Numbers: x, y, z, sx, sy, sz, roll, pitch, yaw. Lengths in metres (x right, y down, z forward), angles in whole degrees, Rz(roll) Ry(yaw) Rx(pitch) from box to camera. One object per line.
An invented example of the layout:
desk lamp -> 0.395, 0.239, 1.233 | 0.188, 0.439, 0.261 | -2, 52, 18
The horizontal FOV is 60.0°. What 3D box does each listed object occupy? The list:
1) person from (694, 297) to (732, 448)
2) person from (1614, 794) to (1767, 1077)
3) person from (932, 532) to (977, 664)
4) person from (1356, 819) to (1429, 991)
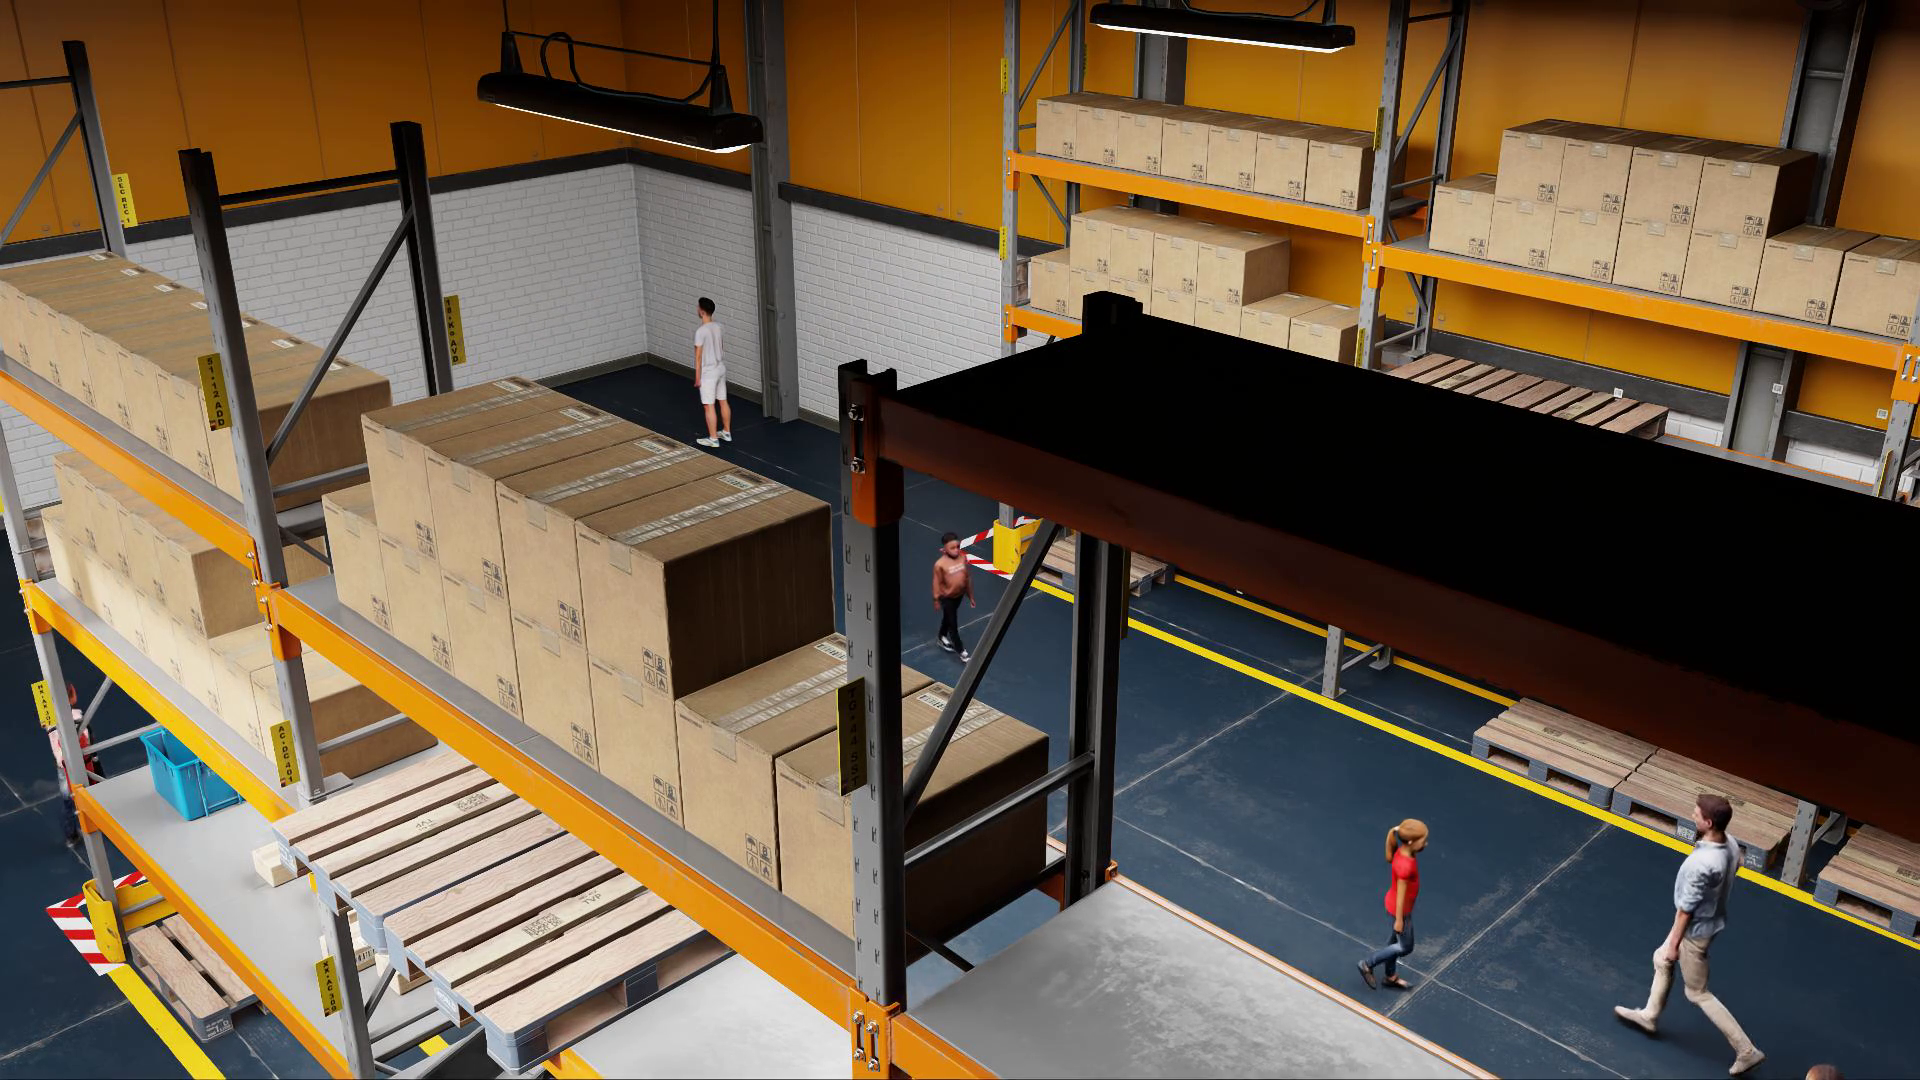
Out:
person -> -3.054, -2.076, 20.489 | 0.656, 1.852, 0.725 | 12, 26, 26
person -> 4.609, 2.446, 10.201 | 1.165, 1.807, 0.665 | 18, 29, 36
person -> -0.107, 0.492, 15.396 | 0.635, 1.225, 0.904 | -15, 28, -31
person -> 2.826, 2.400, 10.933 | 0.695, 1.304, 0.615 | 8, 25, 17
